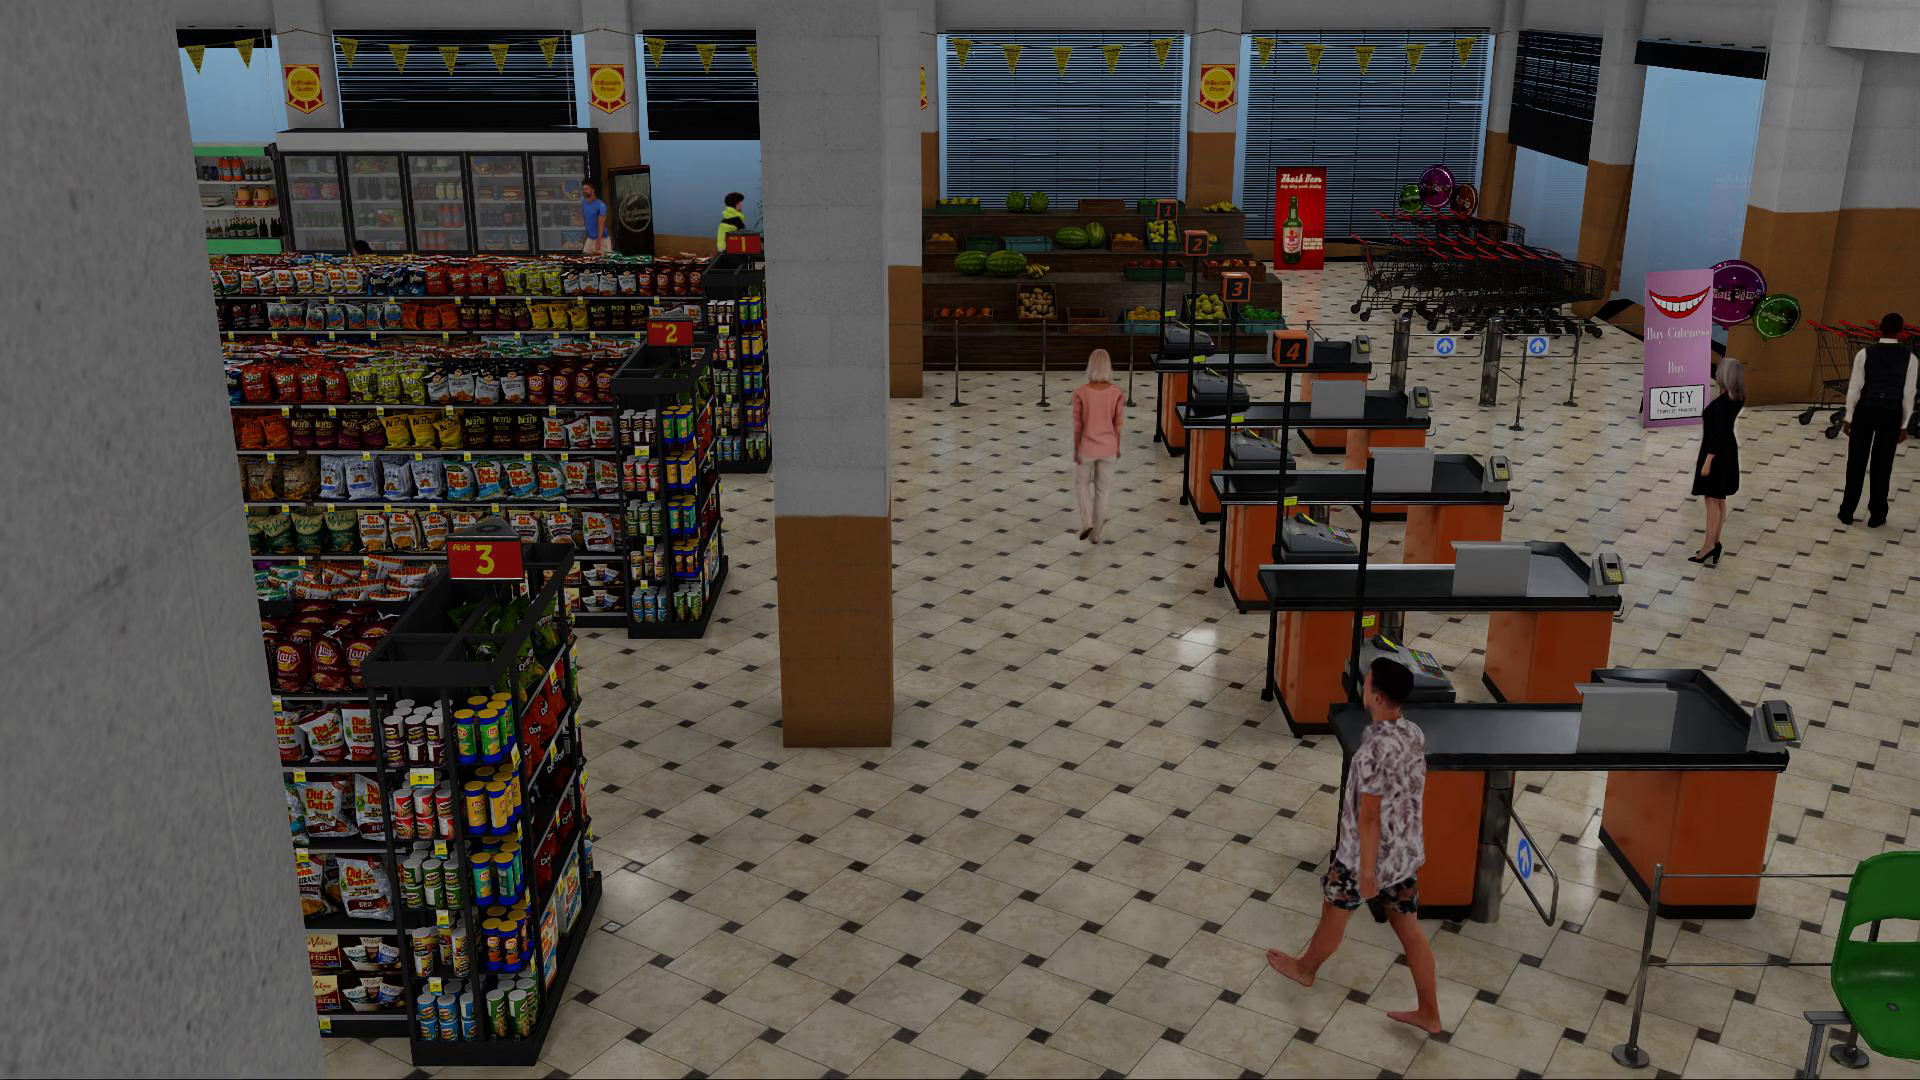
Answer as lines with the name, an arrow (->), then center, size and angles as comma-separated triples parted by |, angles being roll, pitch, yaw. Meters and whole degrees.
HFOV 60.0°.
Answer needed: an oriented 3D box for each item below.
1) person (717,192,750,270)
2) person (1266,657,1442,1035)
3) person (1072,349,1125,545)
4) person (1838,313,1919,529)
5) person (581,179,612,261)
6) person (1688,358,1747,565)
person -> -3.140, -3.696, 22.528 | 1.059, 1.966, 0.990 | -12, 22, -31
person -> 1.999, 1.445, 7.590 | 1.167, 1.769, 1.214 | -17, 25, -41
person -> 1.183, -0.763, 14.228 | 0.633, 1.712, 0.657 | -1, 19, -2
person -> 8.169, -1.072, 14.823 | 0.709, 1.918, 0.839 | 10, 21, 28
person -> -5.444, -4.562, 25.307 | 1.065, 1.832, 1.079 | 13, 23, 34
person -> 6.317, -0.665, 13.883 | 0.751, 1.746, 0.702 | 15, 24, 38
